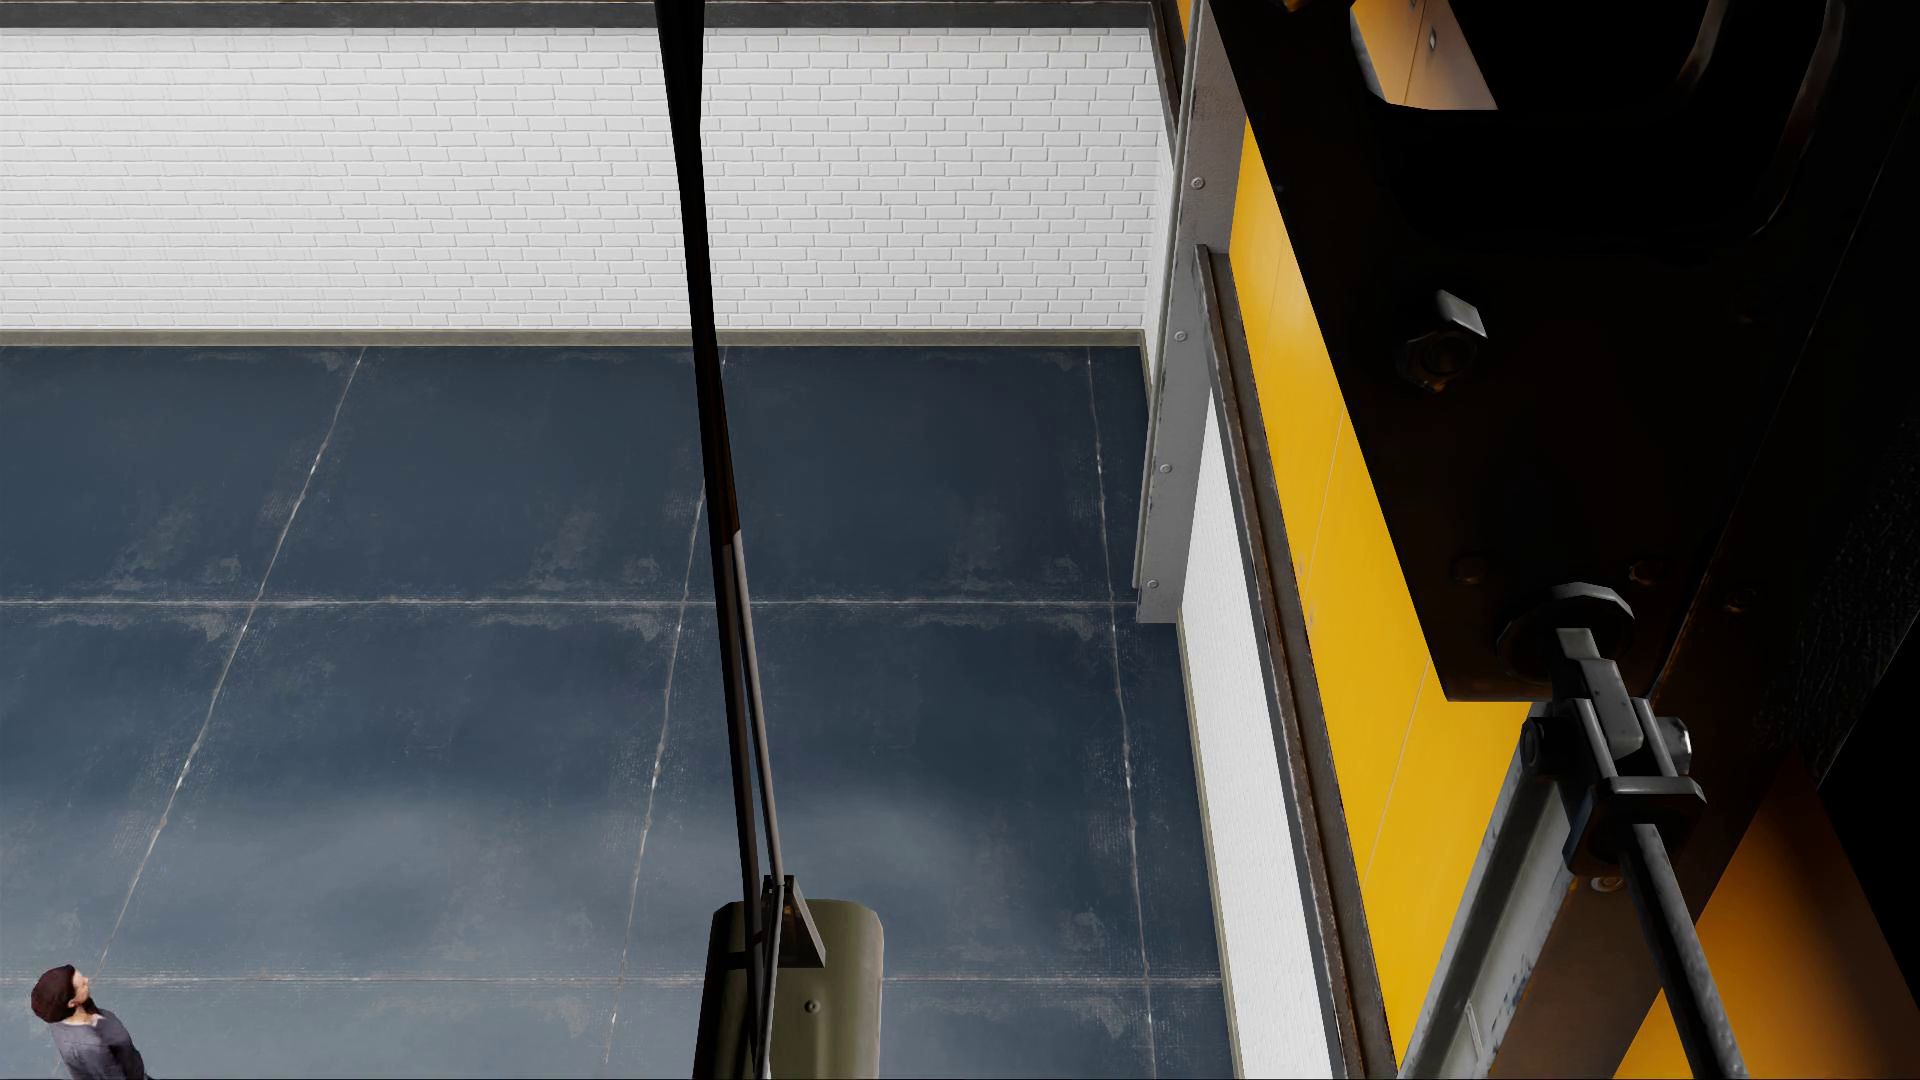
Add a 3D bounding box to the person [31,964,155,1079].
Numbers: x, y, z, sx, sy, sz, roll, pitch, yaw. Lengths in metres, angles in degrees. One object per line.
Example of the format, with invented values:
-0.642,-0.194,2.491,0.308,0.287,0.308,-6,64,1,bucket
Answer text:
-4.126,2.671,8.033,0.771,1.761,0.827,31,52,29,person
